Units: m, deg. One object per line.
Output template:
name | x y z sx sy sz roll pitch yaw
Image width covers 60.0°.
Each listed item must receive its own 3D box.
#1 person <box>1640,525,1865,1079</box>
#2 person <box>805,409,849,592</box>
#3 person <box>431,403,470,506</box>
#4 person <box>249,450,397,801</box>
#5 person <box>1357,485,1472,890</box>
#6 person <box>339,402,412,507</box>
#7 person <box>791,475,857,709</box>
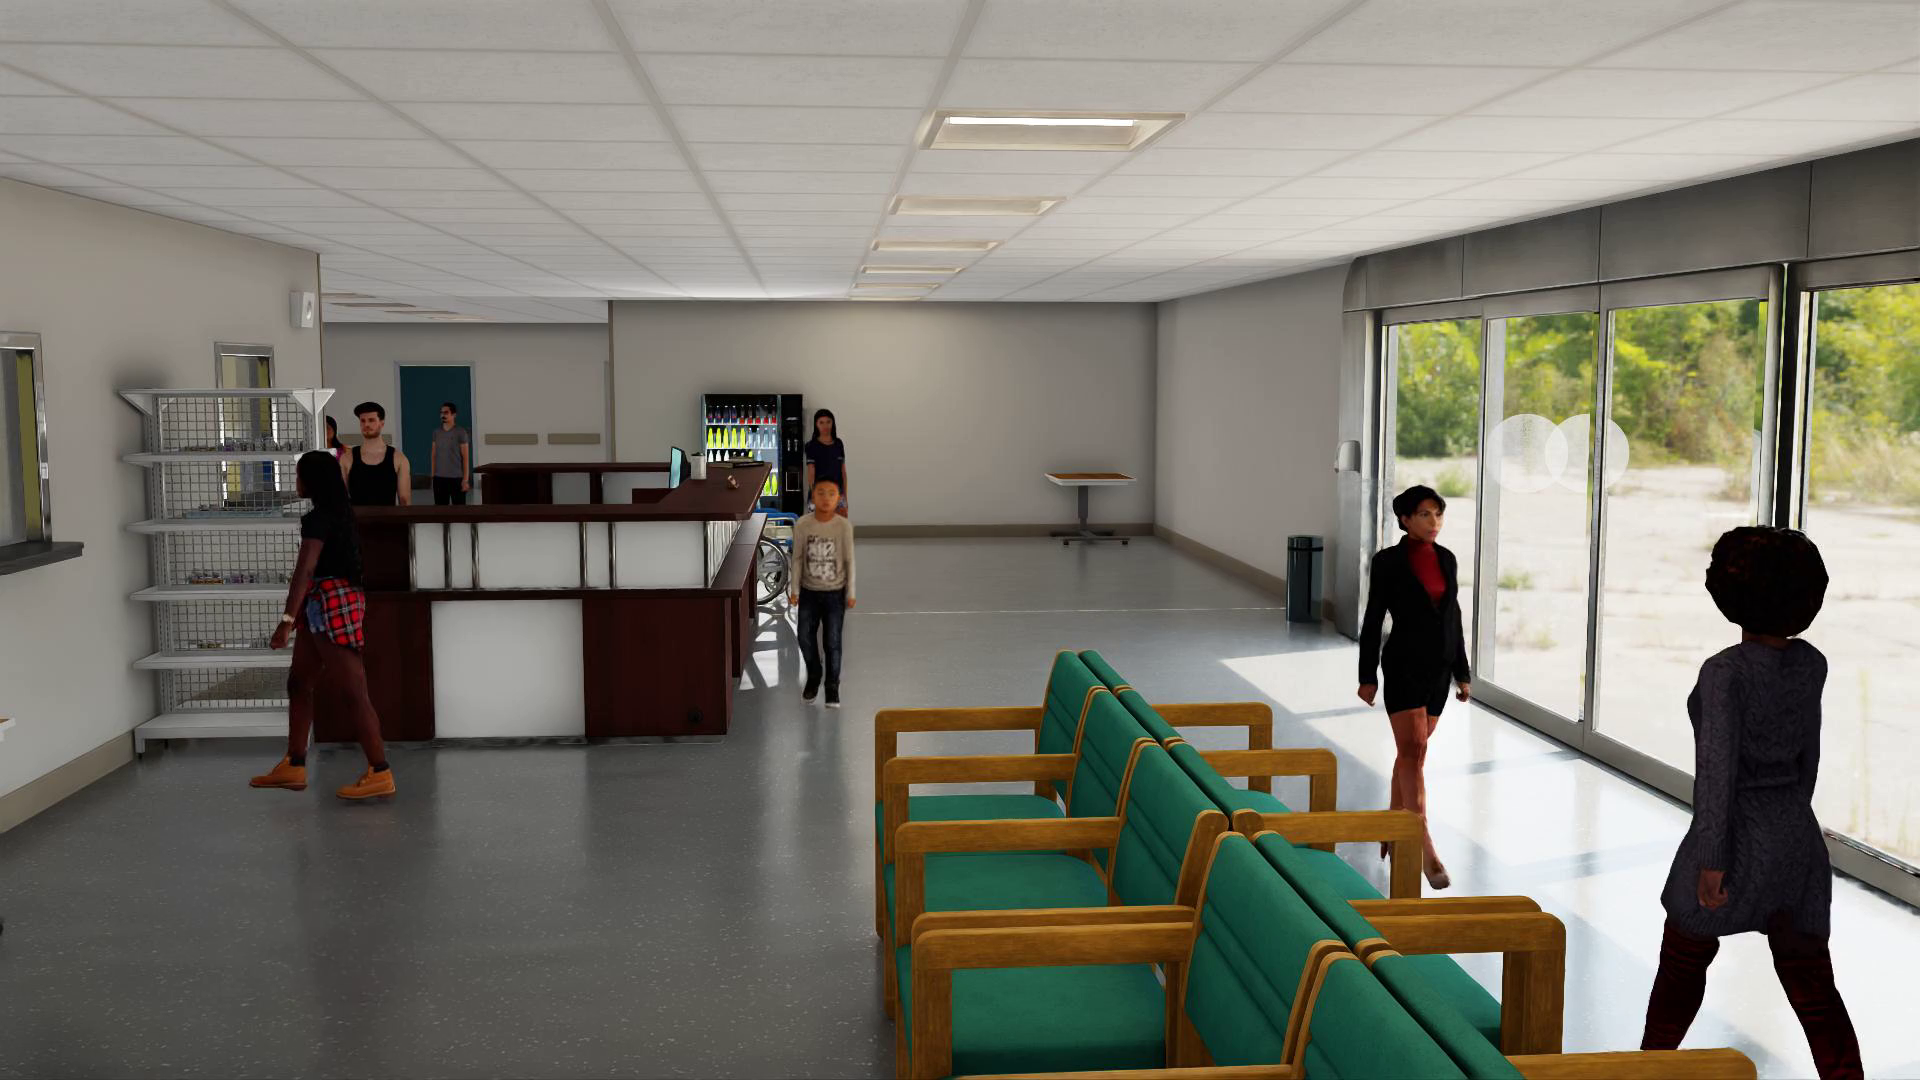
person | 2.067 0.844 4.177 1.094 1.667 0.833 -2 6 -18
person | -1.290 -0.348 15.674 0.809 1.738 0.800 -3 6 -25
person | -5.898 -0.716 19.251 0.603 1.754 0.752 1 6 13
person | -2.949 0.435 8.096 0.957 1.697 0.687 -1 6 -14
person | 1.844 0.591 6.933 0.863 1.619 0.786 -2 6 -20
person | -4.151 -0.033 11.779 0.528 1.892 0.753 -1 6 -9
person | -0.857 0.320 10.458 0.494 1.453 0.627 0 6 -2
